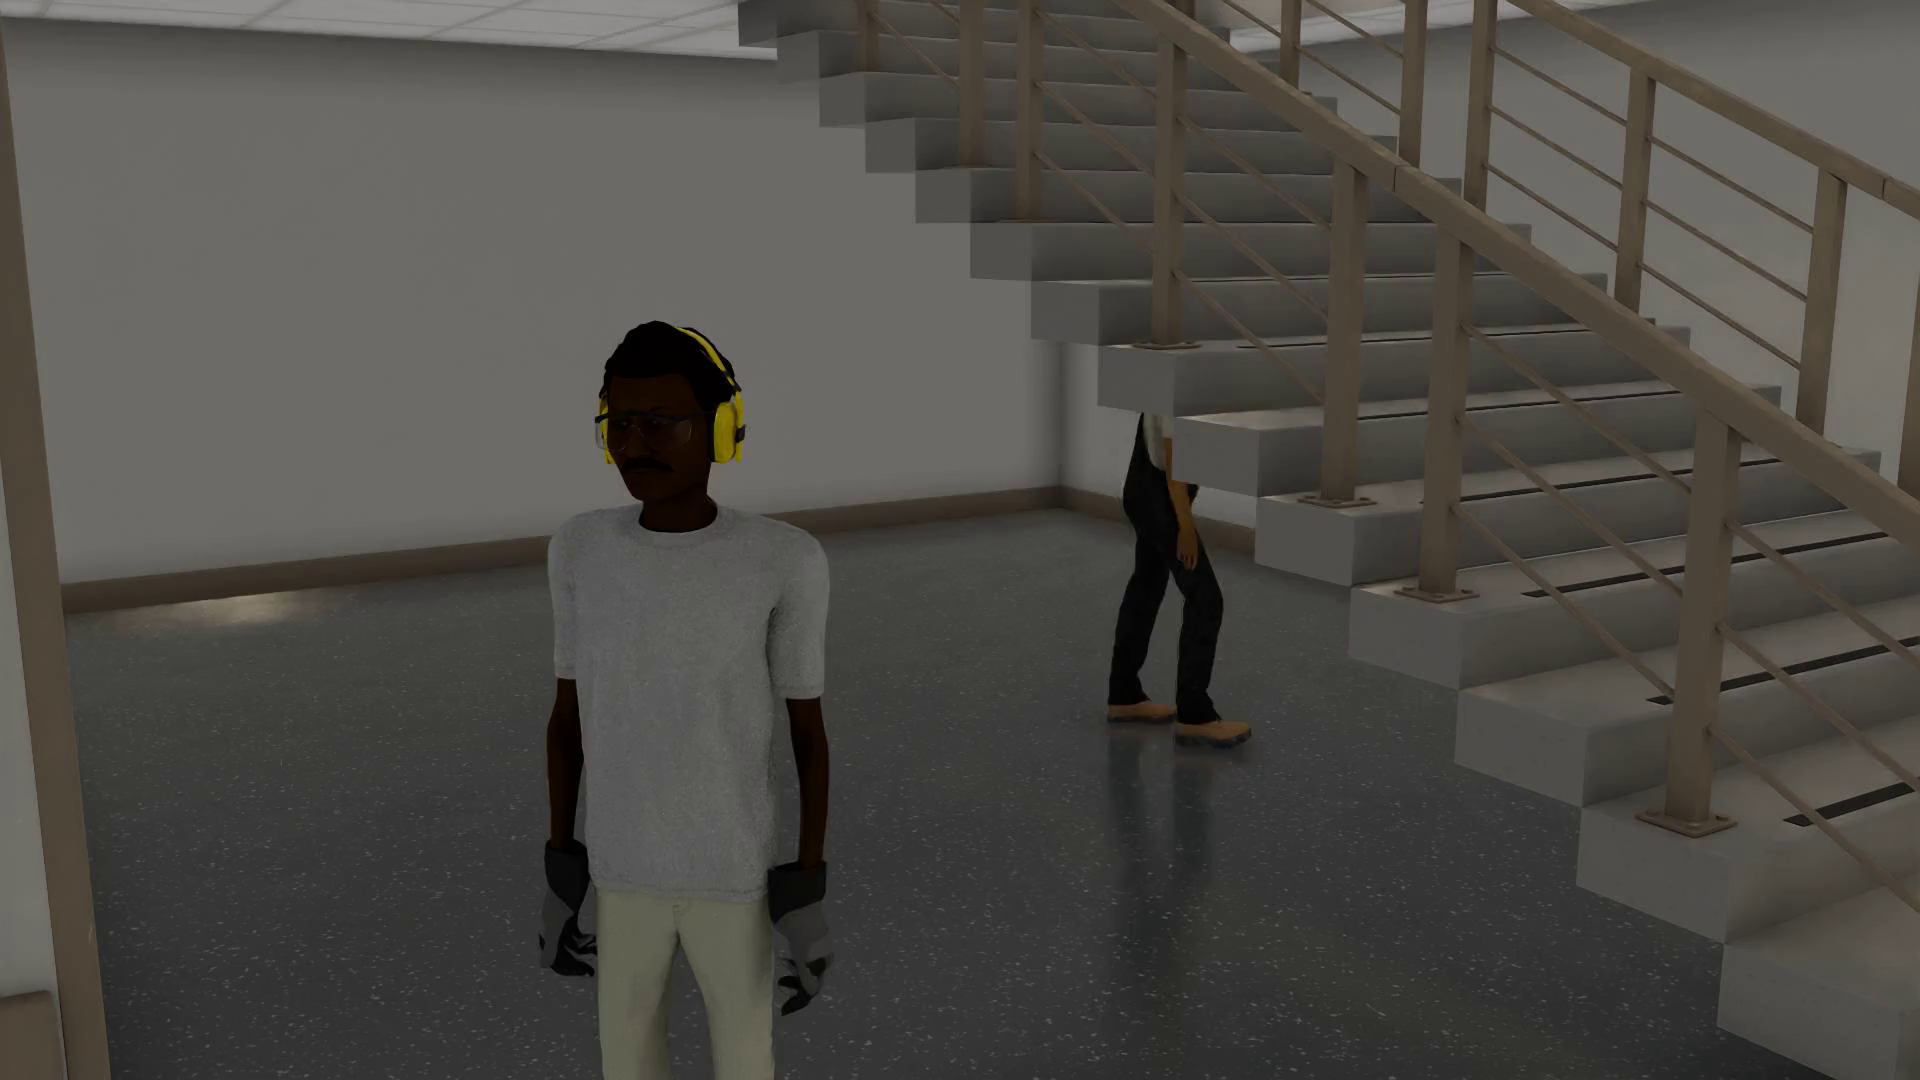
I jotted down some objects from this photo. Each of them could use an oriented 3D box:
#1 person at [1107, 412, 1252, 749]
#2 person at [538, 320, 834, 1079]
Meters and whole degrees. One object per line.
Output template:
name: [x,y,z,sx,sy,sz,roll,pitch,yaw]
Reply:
person: [0.875,-0.087,6.449,0.634,1.805,0.520,1,11,5]
person: [-0.461,0.576,2.761,0.518,1.874,0.329,2,11,11]
